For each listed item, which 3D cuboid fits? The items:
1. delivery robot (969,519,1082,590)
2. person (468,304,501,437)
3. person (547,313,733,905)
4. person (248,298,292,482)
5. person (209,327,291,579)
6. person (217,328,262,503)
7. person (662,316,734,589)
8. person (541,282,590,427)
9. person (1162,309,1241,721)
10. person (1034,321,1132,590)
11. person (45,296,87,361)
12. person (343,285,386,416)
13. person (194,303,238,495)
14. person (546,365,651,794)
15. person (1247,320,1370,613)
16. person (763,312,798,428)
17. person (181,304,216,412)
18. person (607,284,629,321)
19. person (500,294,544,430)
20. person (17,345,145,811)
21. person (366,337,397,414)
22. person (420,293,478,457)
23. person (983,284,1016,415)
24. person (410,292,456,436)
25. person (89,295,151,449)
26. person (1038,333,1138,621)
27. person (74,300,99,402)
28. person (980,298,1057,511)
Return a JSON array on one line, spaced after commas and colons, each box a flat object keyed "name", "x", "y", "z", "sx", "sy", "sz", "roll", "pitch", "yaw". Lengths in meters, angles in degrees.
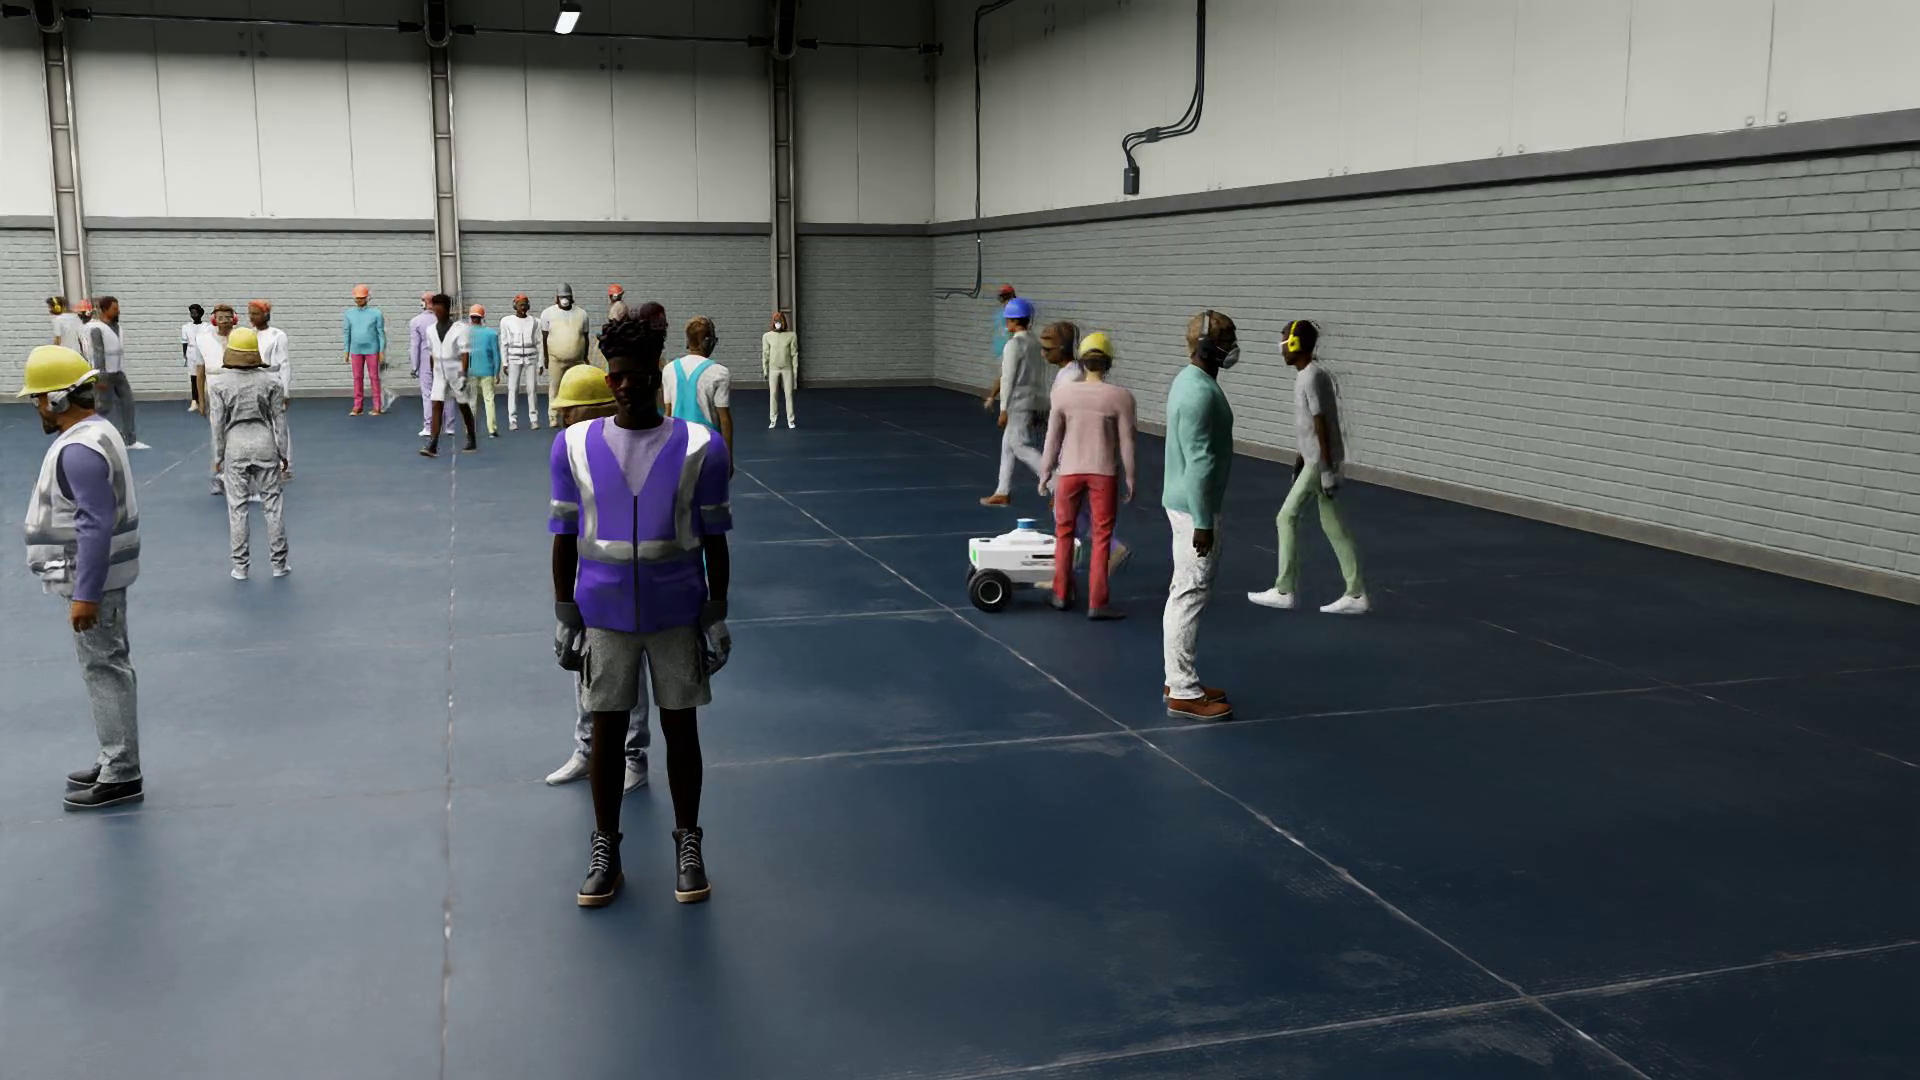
[{"name": "delivery robot", "x": 0.416, "y": 0.108, "z": 10.543, "sx": 0.707, "sy": 0.478, "sz": 0.477, "roll": 0, "pitch": 9, "yaw": -1}, {"name": "person", "x": -6.310, "y": -2.212, "z": 21.828, "sx": 0.568, "sy": 1.751, "sz": 0.329, "roll": -2, "pitch": 9, "yaw": -14}, {"name": "person", "x": -1.058, "y": 0.236, "z": 5.537, "sx": 0.608, "sy": 1.965, "sz": 0.365, "roll": -1, "pitch": 9, "yaw": -6}, {"name": "person", "x": -7.114, "y": -1.528, "z": 17.054, "sx": 0.582, "sy": 1.882, "sz": 0.339, "roll": 4, "pitch": 10, "yaw": 23}, {"name": "person", "x": -4.936, "y": -0.601, "z": 11.581, "sx": 0.492, "sy": 1.745, "sz": 0.284, "roll": -4, "pitch": 10, "yaw": -24}, {"name": "person", "x": -6.633, "y": -1.151, "z": 15.438, "sx": 0.418, "sy": 1.629, "sz": 0.534, "roll": -4, "pitch": 10, "yaw": -24}, {"name": "person", "x": -1.751, "y": -0.582, "z": 11.197, "sx": 0.516, "sy": 1.835, "sz": 0.357, "roll": 3, "pitch": 9, "yaw": 19}, {"name": "person", "x": -5.542, "y": -2.609, "z": 23.452, "sx": 0.681, "sy": 2.000, "sz": 0.536, "roll": -3, "pitch": 10, "yaw": -21}, {"name": "person", "x": 1.137, "y": -0.124, "z": 7.922, "sx": 0.352, "sy": 1.937, "sz": 0.635, "roll": 1, "pitch": 9, "yaw": 6}, {"name": "person", "x": 0.801, "y": -0.538, "z": 10.983, "sx": 0.558, "sy": 1.807, "sz": 0.605, "roll": 1, "pitch": 9, "yaw": 9}, {"name": "person", "x": -13.532, "y": -2.787, "z": 25.262, "sx": 0.485, "sy": 1.826, "sz": 0.571, "roll": 0, "pitch": 9, "yaw": 2}, {"name": "person", "x": -9.075, "y": -2.881, "z": 25.335, "sx": 0.625, "sy": 1.990, "sz": 0.395, "roll": 0, "pitch": 9, "yaw": -1}, {"name": "person", "x": -7.099, "y": -1.368, "z": 16.155, "sx": 0.564, "sy": 1.846, "sz": 0.390, "roll": -5, "pitch": 10, "yaw": -29}, {"name": "person", "x": -1.468, "y": 0.165, "z": 6.716, "sx": 0.485, "sy": 1.739, "sz": 0.313, "roll": 6, "pitch": 11, "yaw": 35}, {"name": "person", "x": 2.179, "y": -0.449, "z": 10.355, "sx": 0.857, "sy": 1.818, "sz": 0.537, "roll": 4, "pitch": 10, "yaw": 22}, {"name": "person", "x": -2.501, "y": -2.362, "z": 23.201, "sx": 0.498, "sy": 1.627, "sz": 0.280, "roll": 0, "pitch": 9, "yaw": -2}, {"name": "person", "x": -11.896, "y": -2.841, "z": 26.027, "sx": 0.542, "sy": 1.695, "sz": 0.316, "roll": -1, "pitch": 9, "yaw": -4}, {"name": "person", "x": -6.008, "y": -3.492, "z": 29.235, "sx": 0.389, "sy": 1.992, "sz": 0.619, "roll": 1, "pitch": 9, "yaw": 7}, {"name": "person", "x": -6.054, "y": -2.459, "z": 23.040, "sx": 0.576, "sy": 1.877, "sz": 0.347, "roll": -4, "pitch": 10, "yaw": -21}, {"name": "person", "x": -3.448, "y": 0.147, "z": 6.561, "sx": 0.403, "sy": 1.821, "sz": 0.596, "roll": -4, "pitch": 10, "yaw": -23}, {"name": "person", "x": -9.031, "y": -2.769, "z": 25.797, "sx": 0.484, "sy": 1.615, "sz": 0.548, "roll": -8, "pitch": 12, "yaw": -41}, {"name": "person", "x": -6.026, "y": -1.944, "z": 19.628, "sx": 0.613, "sy": 1.917, "sz": 0.983, "roll": 2, "pitch": 9, "yaw": 13}, {"name": "person", "x": 0.700, "y": -2.839, "z": 25.010, "sx": 0.595, "sy": 2.006, "sz": 0.694, "roll": -2, "pitch": 9, "yaw": -12}, {"name": "person", "x": -6.990, "y": -2.328, "z": 22.089, "sx": 0.638, "sy": 1.908, "sz": 0.409, "roll": -7, "pitch": 11, "yaw": -38}, {"name": "person", "x": -10.418, "y": -2.027, "z": 20.246, "sx": 0.840, "sy": 1.895, "sz": 0.600, "roll": 0, "pitch": 9, "yaw": 2}, {"name": "person", "x": 0.780, "y": -0.389, "z": 10.246, "sx": 0.633, "sy": 1.744, "sz": 0.512, "roll": 2, "pitch": 9, "yaw": 13}, {"name": "person", "x": -13.662, "y": -2.880, "z": 26.092, "sx": 0.573, "sy": 1.748, "sz": 0.325, "roll": 2, "pitch": 9, "yaw": 14}, {"name": "person", "x": 0.604, "y": -1.210, "z": 14.942, "sx": 0.898, "sy": 1.918, "sz": 0.614, "roll": 4, "pitch": 10, "yaw": 24}]
